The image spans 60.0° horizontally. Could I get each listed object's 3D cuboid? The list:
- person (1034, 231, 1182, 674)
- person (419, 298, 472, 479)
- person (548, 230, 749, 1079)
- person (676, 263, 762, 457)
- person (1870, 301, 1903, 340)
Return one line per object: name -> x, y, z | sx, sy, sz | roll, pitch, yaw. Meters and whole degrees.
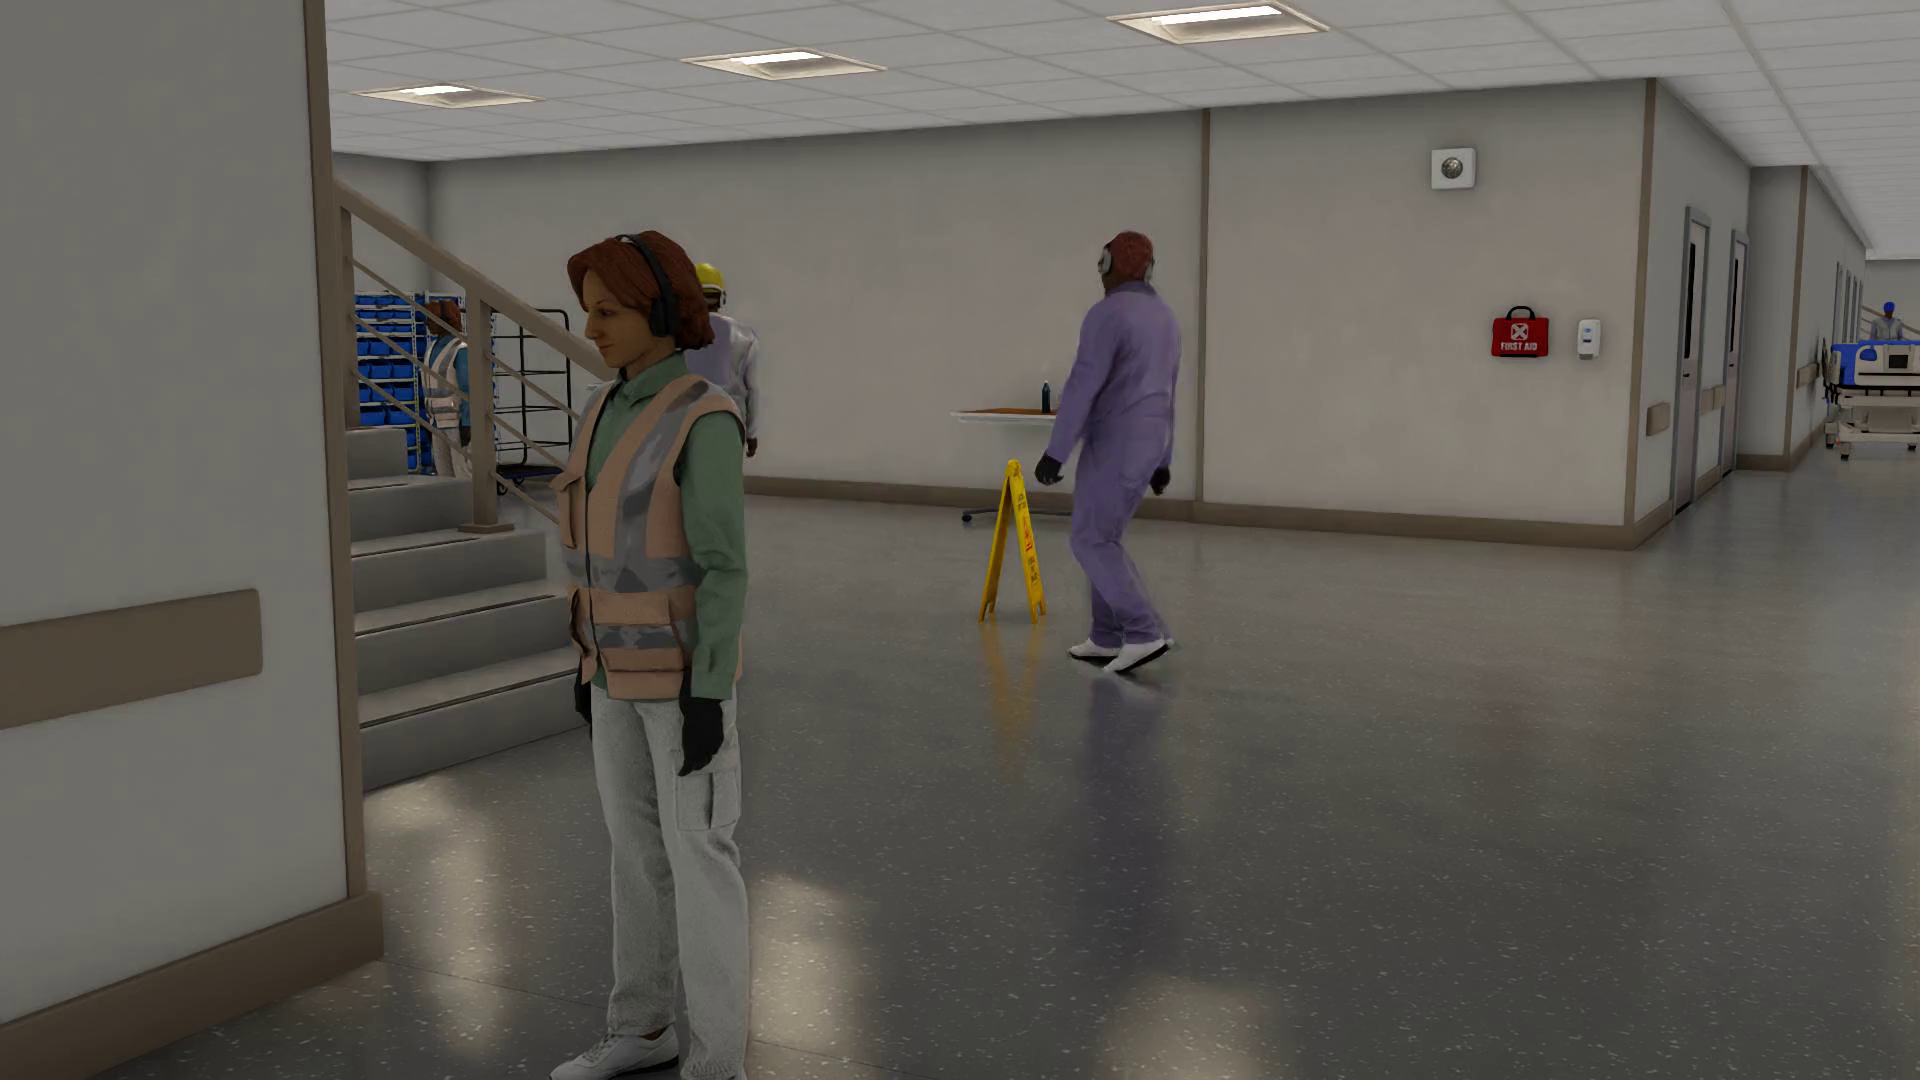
person -> 0.687, -0.367, 7.049 | 0.566, 1.862, 0.677 | 4, 9, 31
person -> -3.281, -0.729, 10.710 | 0.314, 1.636, 0.515 | -7, 10, -44
person -> -0.560, 0.263, 3.063 | 0.309, 1.640, 0.511 | -6, 10, -40
person -> -1.445, -0.644, 9.391 | 0.626, 1.801, 0.829 | -2, 8, -17
person -> 19.254, -3.983, 34.580 | 0.618, 1.944, 0.406 | 1, 8, 10
